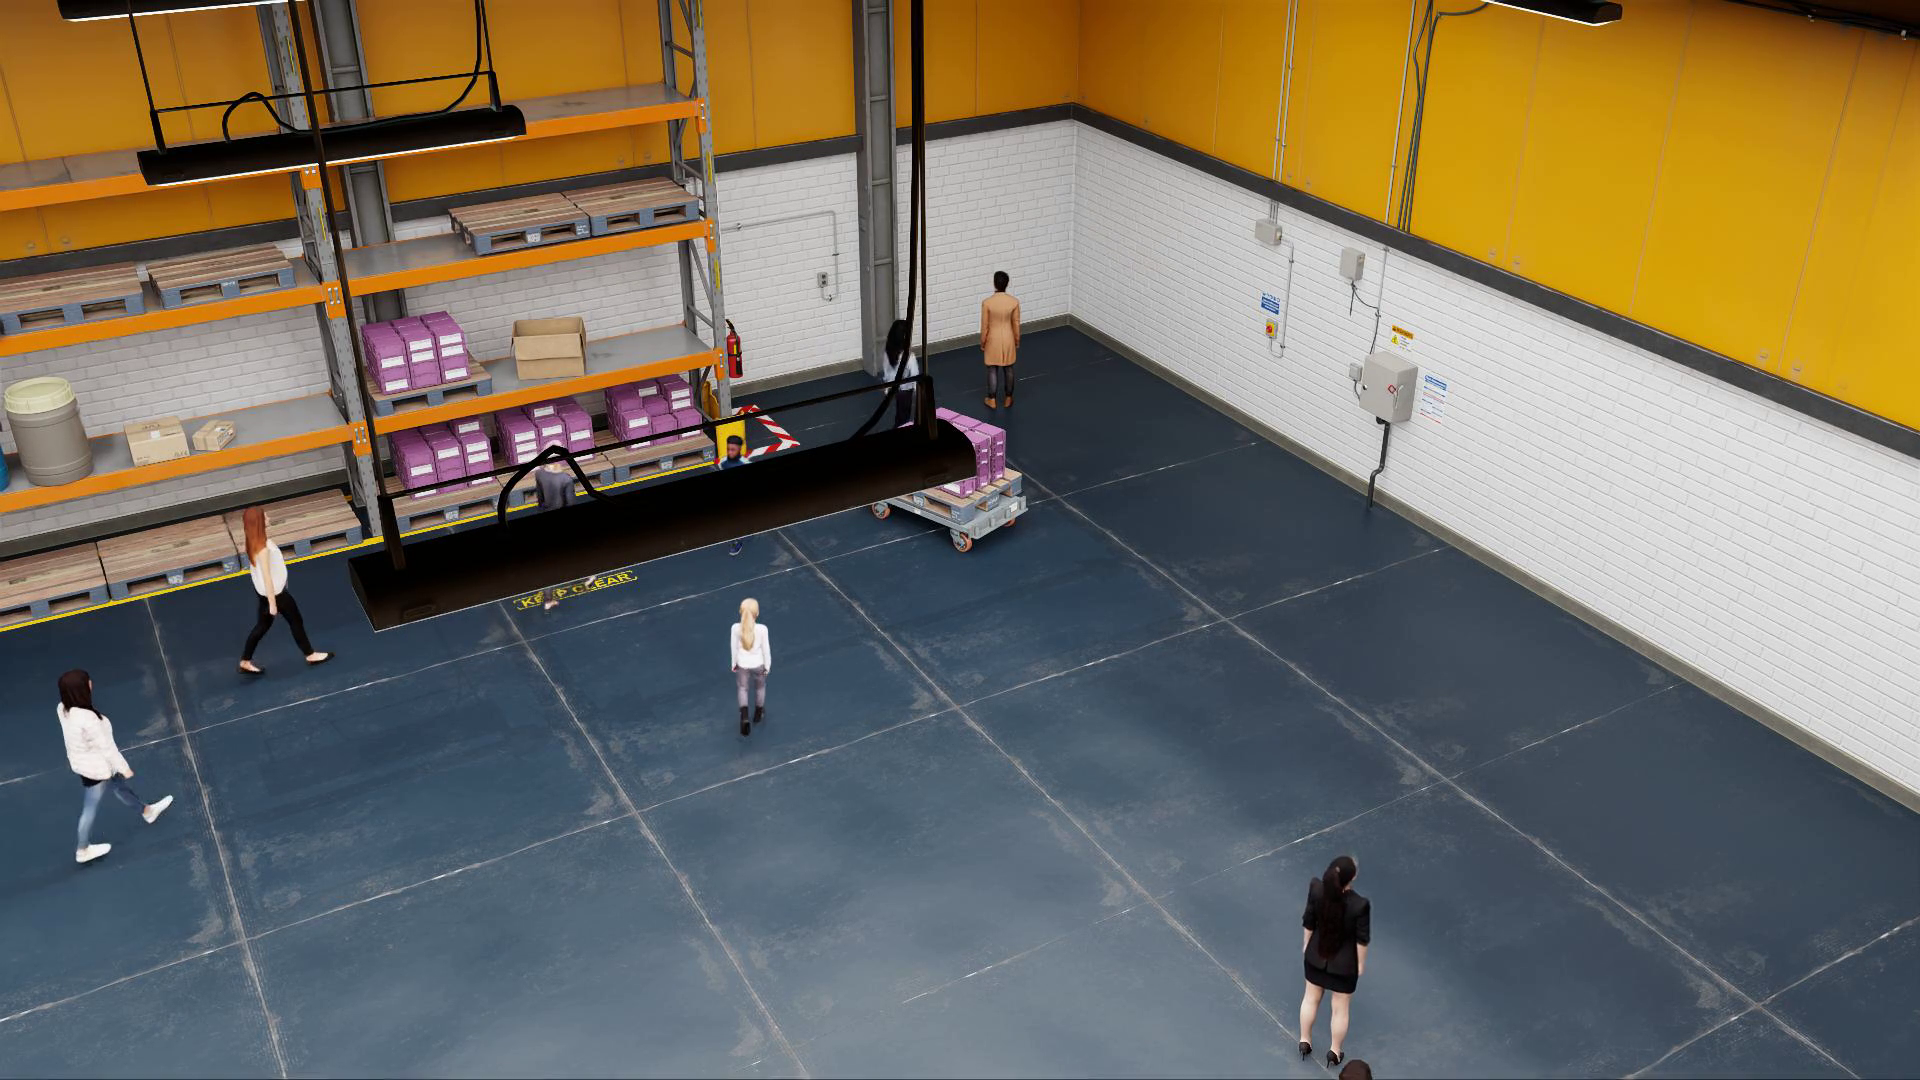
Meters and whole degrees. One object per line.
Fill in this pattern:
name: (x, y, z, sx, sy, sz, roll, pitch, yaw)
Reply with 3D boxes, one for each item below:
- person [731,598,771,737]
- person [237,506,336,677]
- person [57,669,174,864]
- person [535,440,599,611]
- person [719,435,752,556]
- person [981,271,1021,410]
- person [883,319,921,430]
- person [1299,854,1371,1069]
person: (-1.797, 1.088, 14.172, 0.777, 1.268, 0.773, 1, 29, 2)
person: (-6.234, 0.488, 14.830, 1.087, 1.691, 0.671, -19, 34, -31)
person: (-6.645, 1.748, 12.624, 0.898, 1.593, 1.148, 20, 34, 32)
person: (-3.888, -0.127, 15.956, 1.078, 1.693, 1.118, 7, 29, 12)
person: (-2.277, -0.518, 17.148, 0.831, 1.239, 0.920, 9, 30, 17)
person: (0.486, -2.427, 20.138, 0.669, 1.727, 0.784, -5, 29, -9)
person: (-0.723, -1.646, 18.743, 0.781, 1.692, 0.685, -22, 36, -35)
person: (2.408, 2.711, 10.749, 0.676, 1.697, 0.684, 17, 33, 28)
